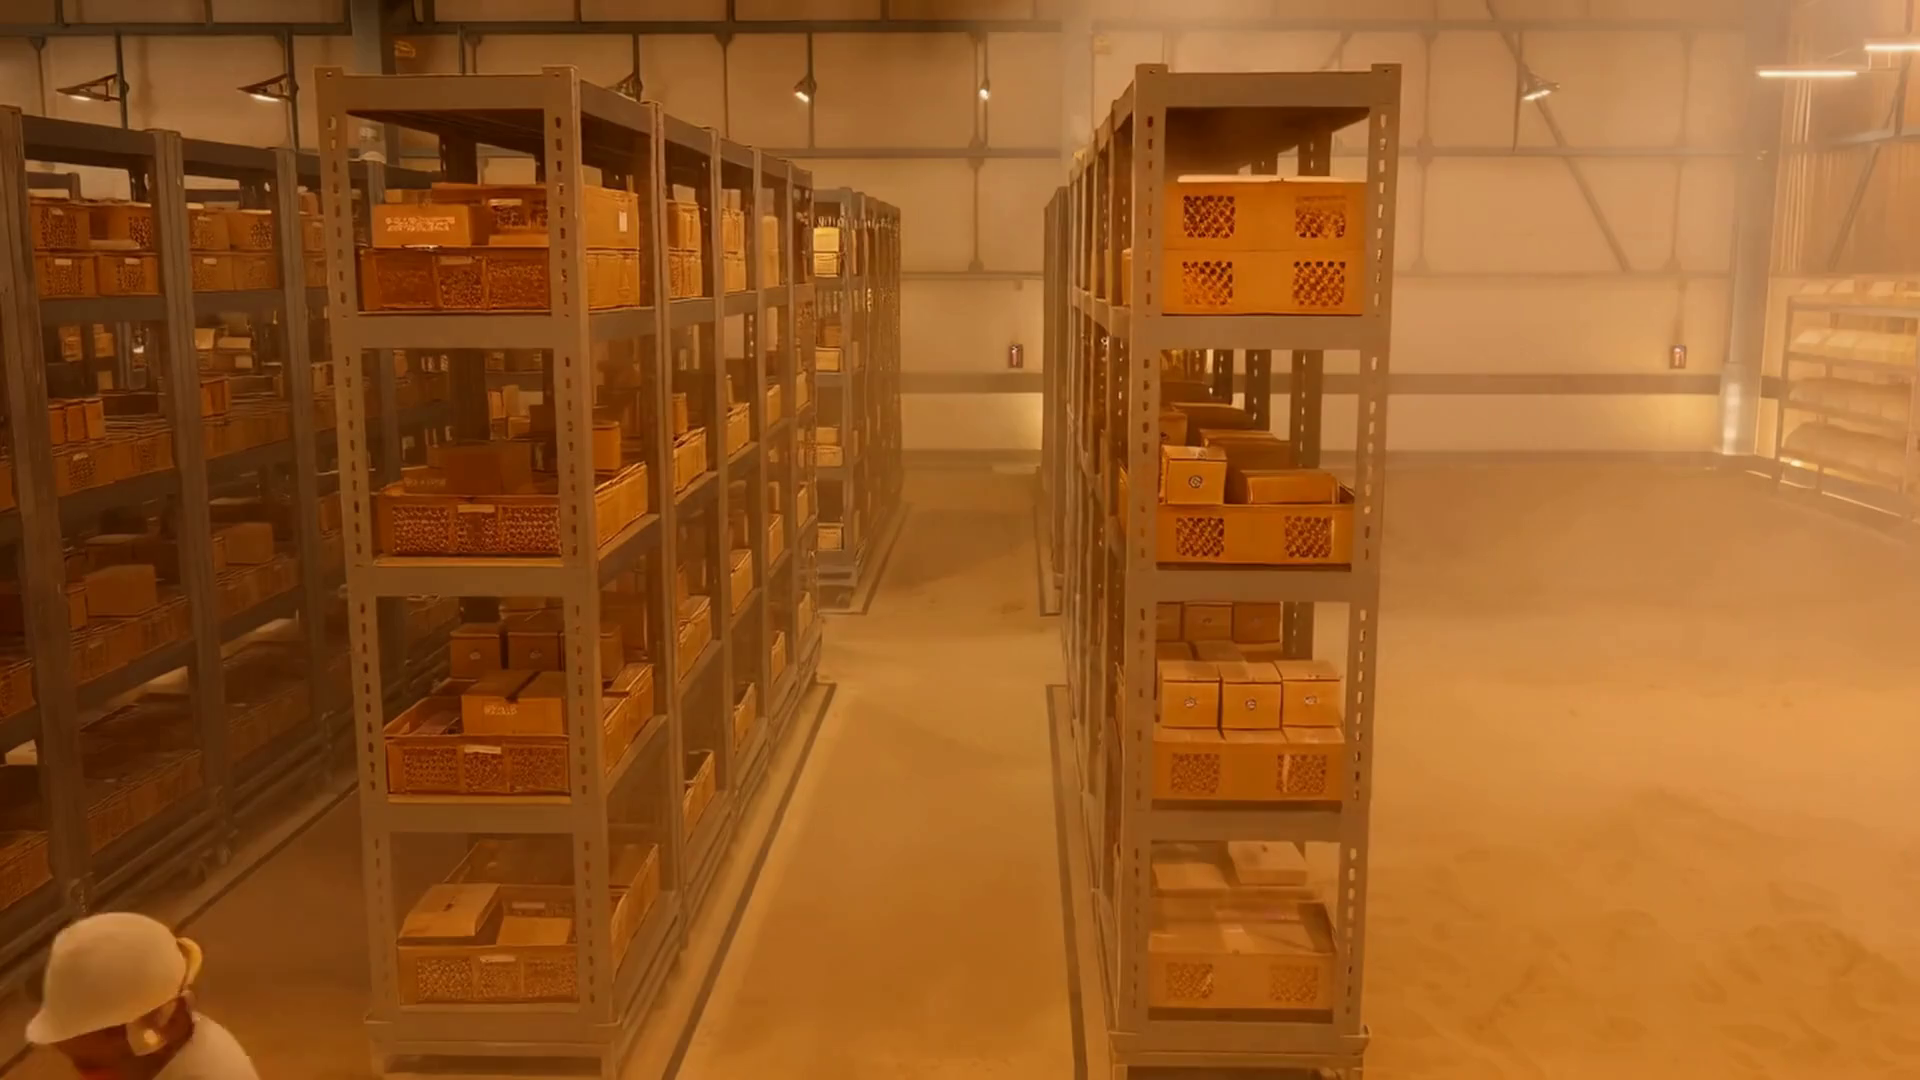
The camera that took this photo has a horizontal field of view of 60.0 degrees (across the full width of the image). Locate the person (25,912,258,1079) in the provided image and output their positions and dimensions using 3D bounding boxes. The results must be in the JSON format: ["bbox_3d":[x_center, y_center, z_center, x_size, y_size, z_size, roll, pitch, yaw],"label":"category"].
[{"bbox_3d":[-1.533,1.581,3.291,0.439,1.809,0.618,-5,11,-26],"label":"person"}]
